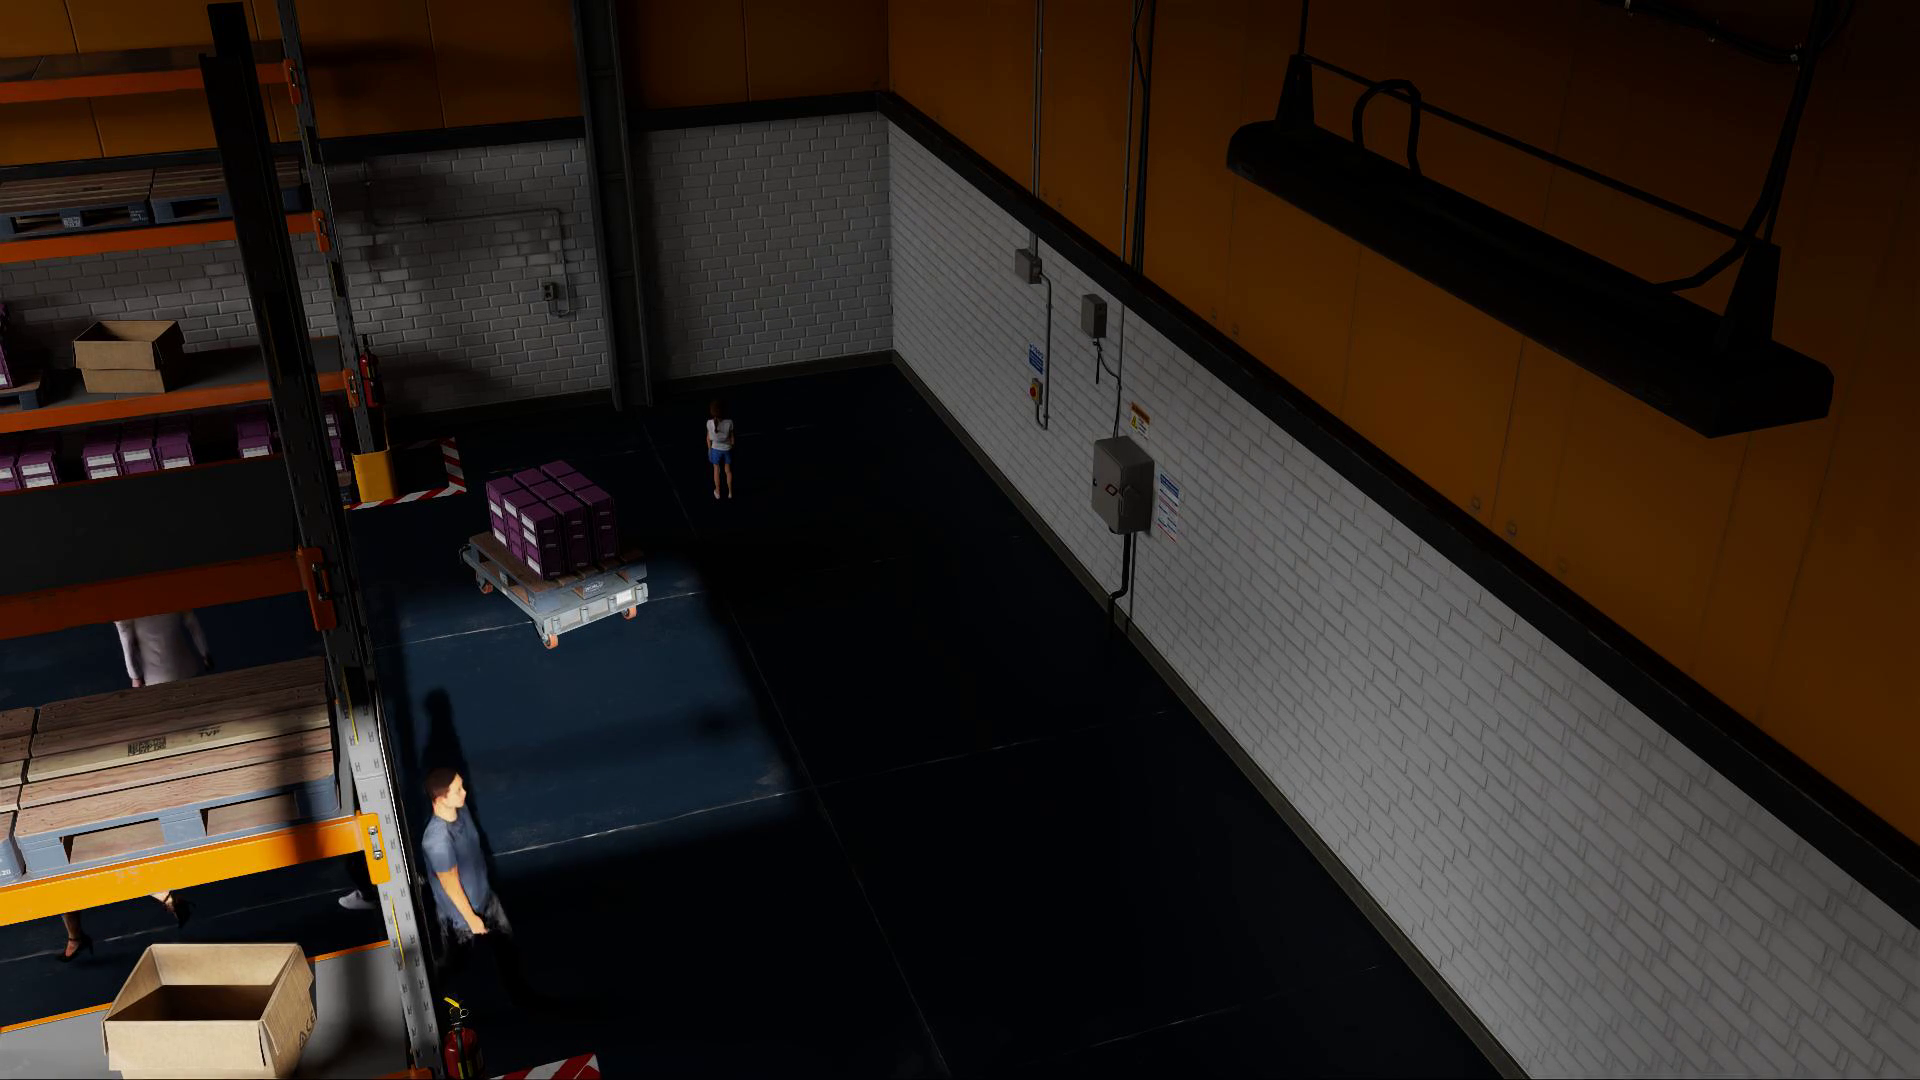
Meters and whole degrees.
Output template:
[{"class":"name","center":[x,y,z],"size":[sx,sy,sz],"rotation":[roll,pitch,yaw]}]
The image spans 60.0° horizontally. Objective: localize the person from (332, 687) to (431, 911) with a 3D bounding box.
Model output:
[{"class":"person","center":[-3.687,1.648,10.317],"size":[1.017,1.719,0.890],"rotation":[5,29,10]}]

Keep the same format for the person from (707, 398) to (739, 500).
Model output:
[{"class":"person","center":[-2.245,-0.865,15.656],"size":[0.422,1.019,0.523],"rotation":[-2,29,-3]}]

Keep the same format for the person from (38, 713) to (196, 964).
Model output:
[{"class":"person","center":[-5.201,1.790,9.958],"size":[1.110,1.815,0.667],"rotation":[-7,29,-12]}]

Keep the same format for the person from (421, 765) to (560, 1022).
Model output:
[{"class":"person","center":[-2.919,2.077,9.477],"size":[1.211,1.772,0.949],"rotation":[1,29,2]}]
